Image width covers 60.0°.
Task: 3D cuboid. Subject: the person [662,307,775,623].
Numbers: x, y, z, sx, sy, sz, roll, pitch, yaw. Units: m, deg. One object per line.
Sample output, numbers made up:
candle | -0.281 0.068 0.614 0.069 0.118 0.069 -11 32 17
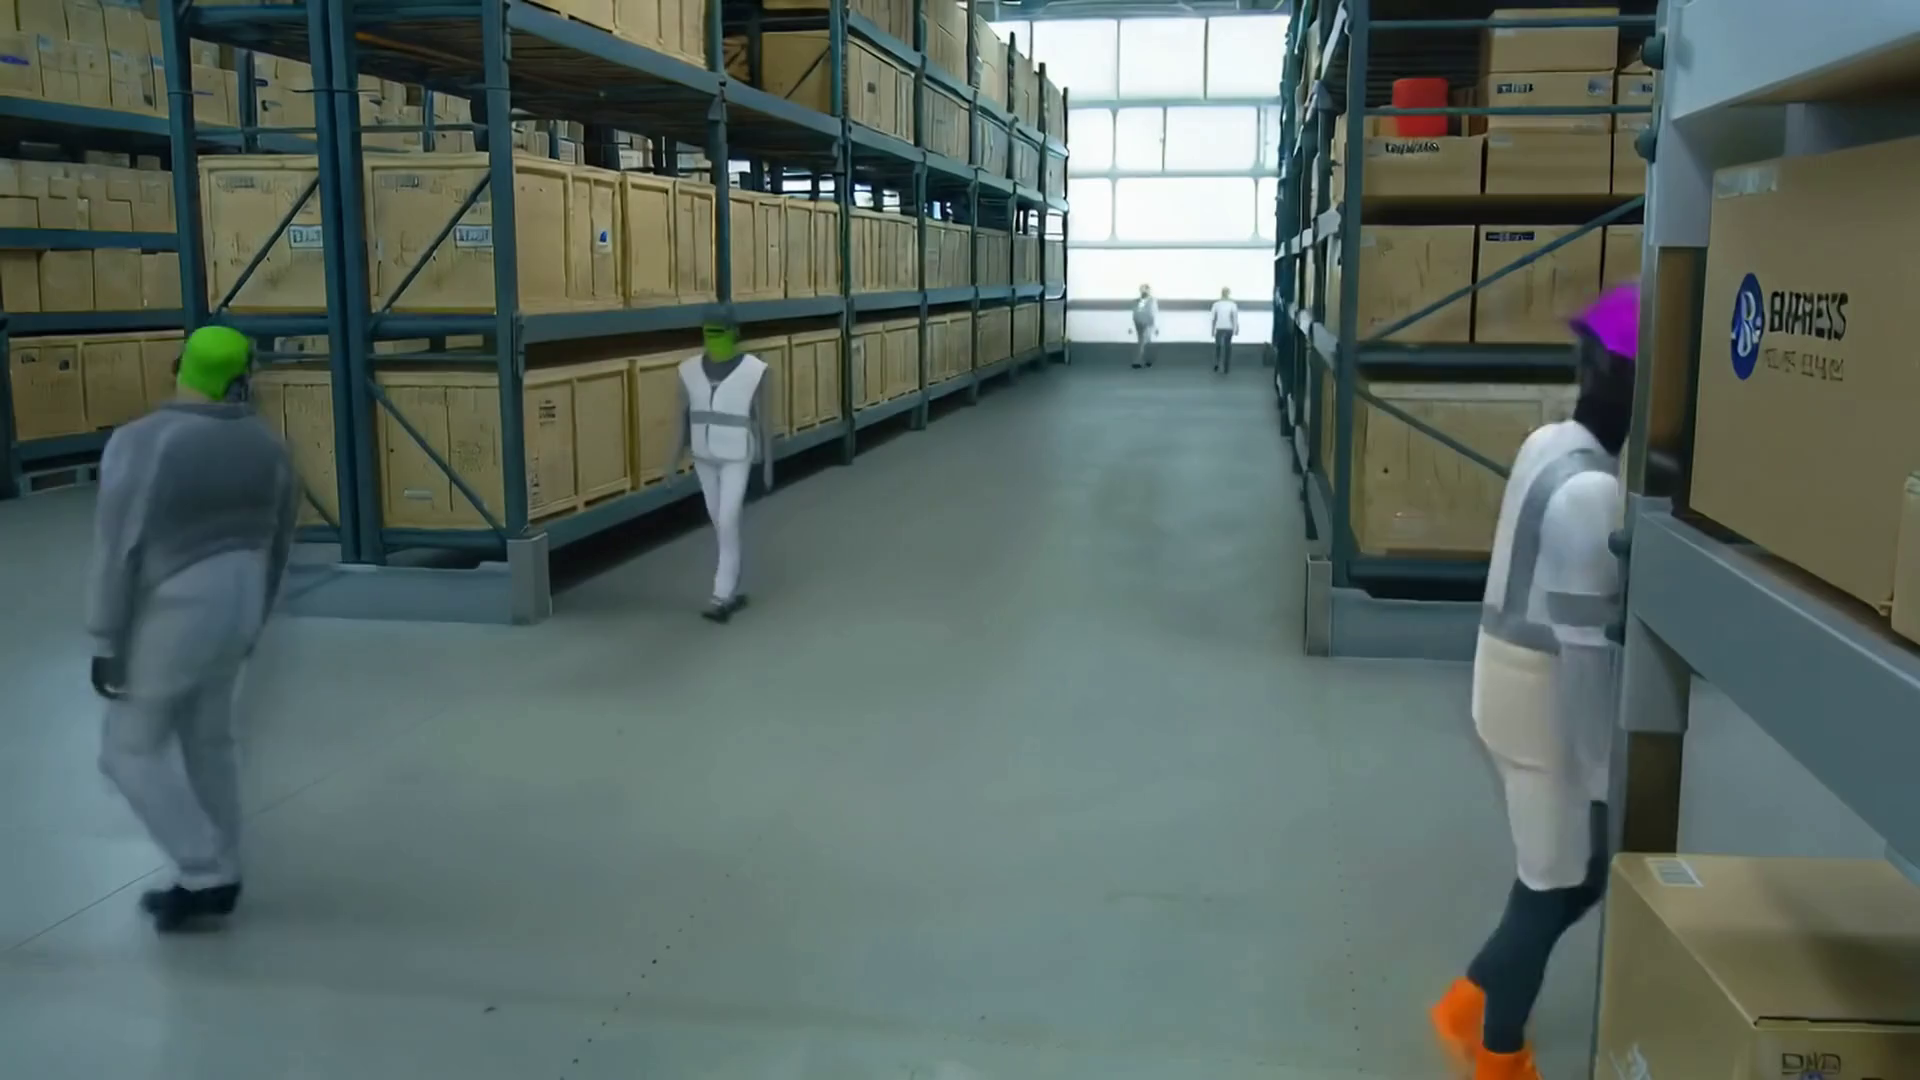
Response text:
person | -1.429 -0.430 9.625 0.580 1.810 0.846 3 10 19

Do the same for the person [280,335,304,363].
person | -7.002 -1.600 17.472 0.286 1.631 0.501 -5 10 -26

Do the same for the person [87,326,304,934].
person | -2.363 0.284 5.086 0.497 1.860 0.685 4 10 22

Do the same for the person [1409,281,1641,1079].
person | 1.394 0.423 3.752 0.472 2.008 0.667 2 9 15

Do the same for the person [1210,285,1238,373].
person | 5.317 -4.238 33.466 0.542 1.755 0.376 3 10 17

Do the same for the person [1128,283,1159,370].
person | 3.782 -4.437 34.581 0.590 1.783 0.925 8 12 42
